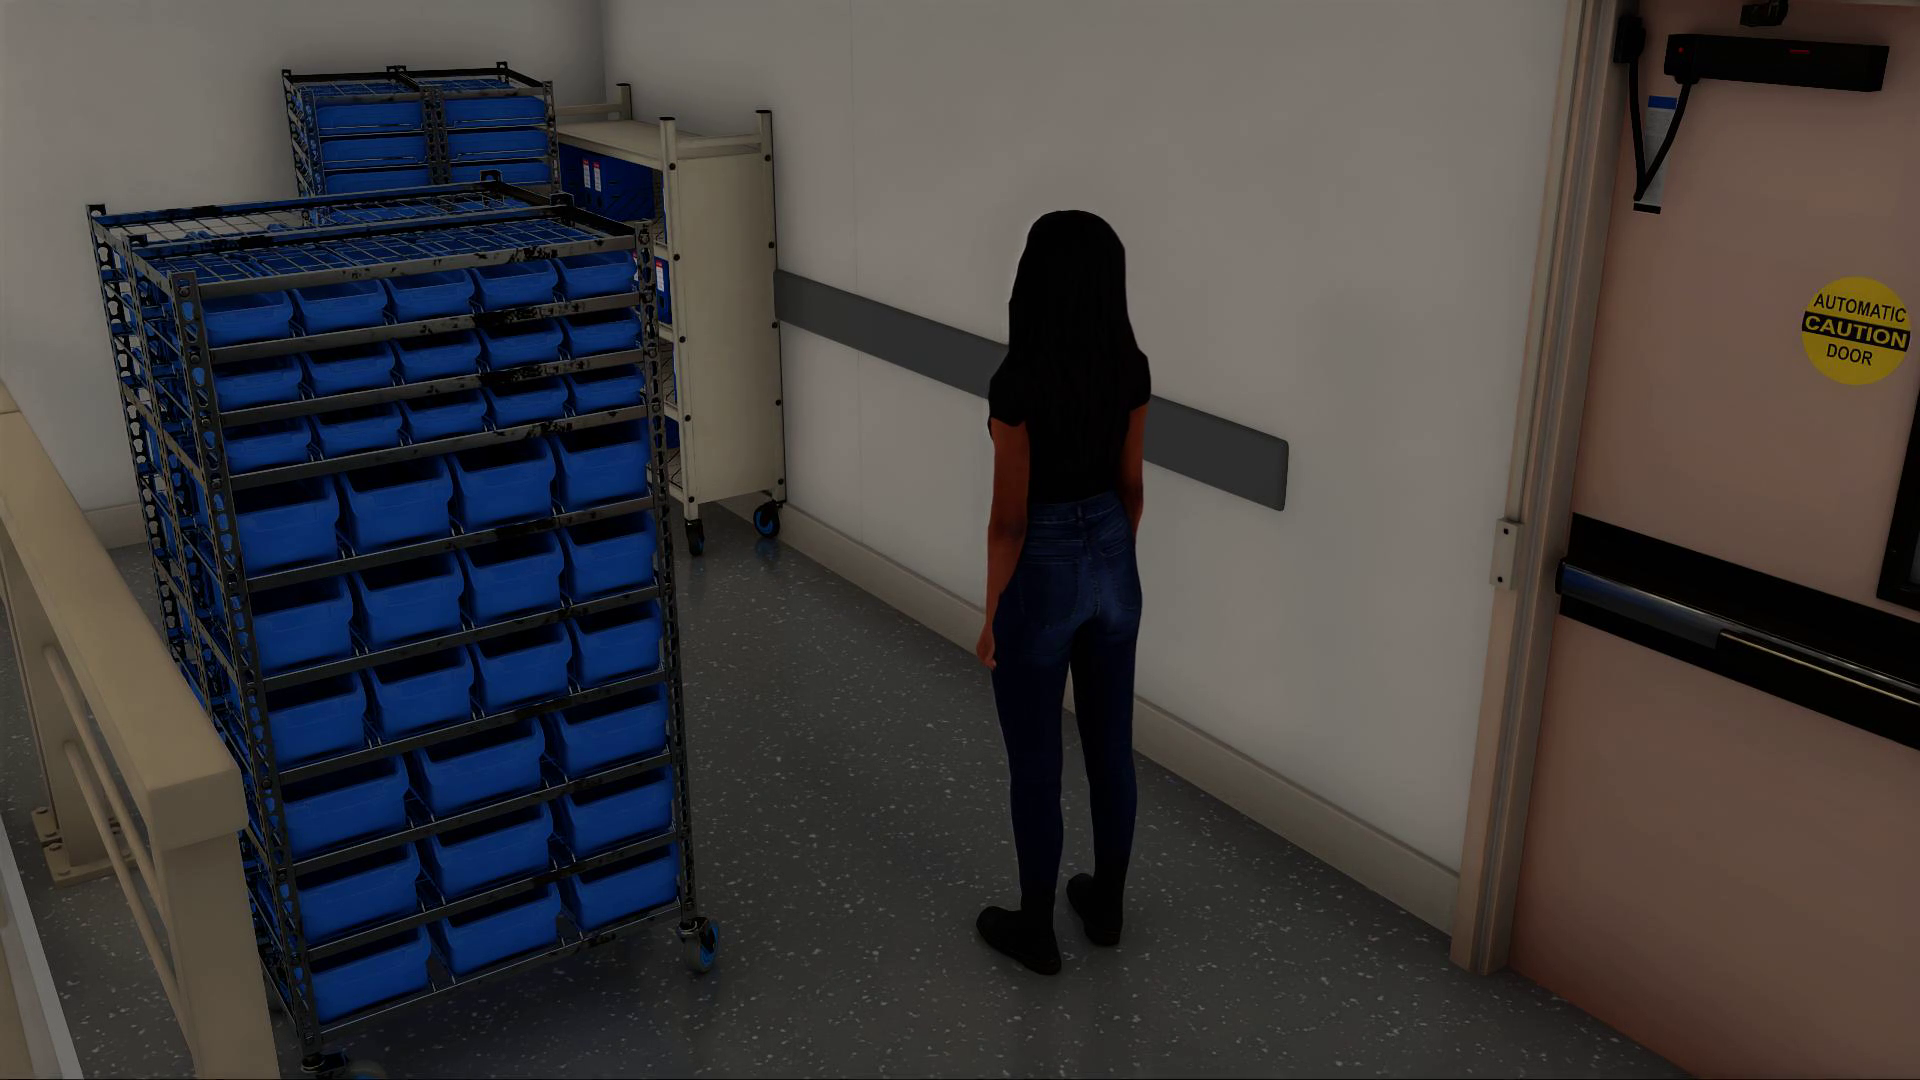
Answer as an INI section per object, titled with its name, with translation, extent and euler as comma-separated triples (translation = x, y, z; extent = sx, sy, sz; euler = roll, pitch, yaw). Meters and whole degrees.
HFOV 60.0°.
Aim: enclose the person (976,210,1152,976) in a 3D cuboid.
[person]
translation = 0.238, 0.144, 3.665
extent = 0.565, 1.735, 0.539
euler = -12, 24, -28
